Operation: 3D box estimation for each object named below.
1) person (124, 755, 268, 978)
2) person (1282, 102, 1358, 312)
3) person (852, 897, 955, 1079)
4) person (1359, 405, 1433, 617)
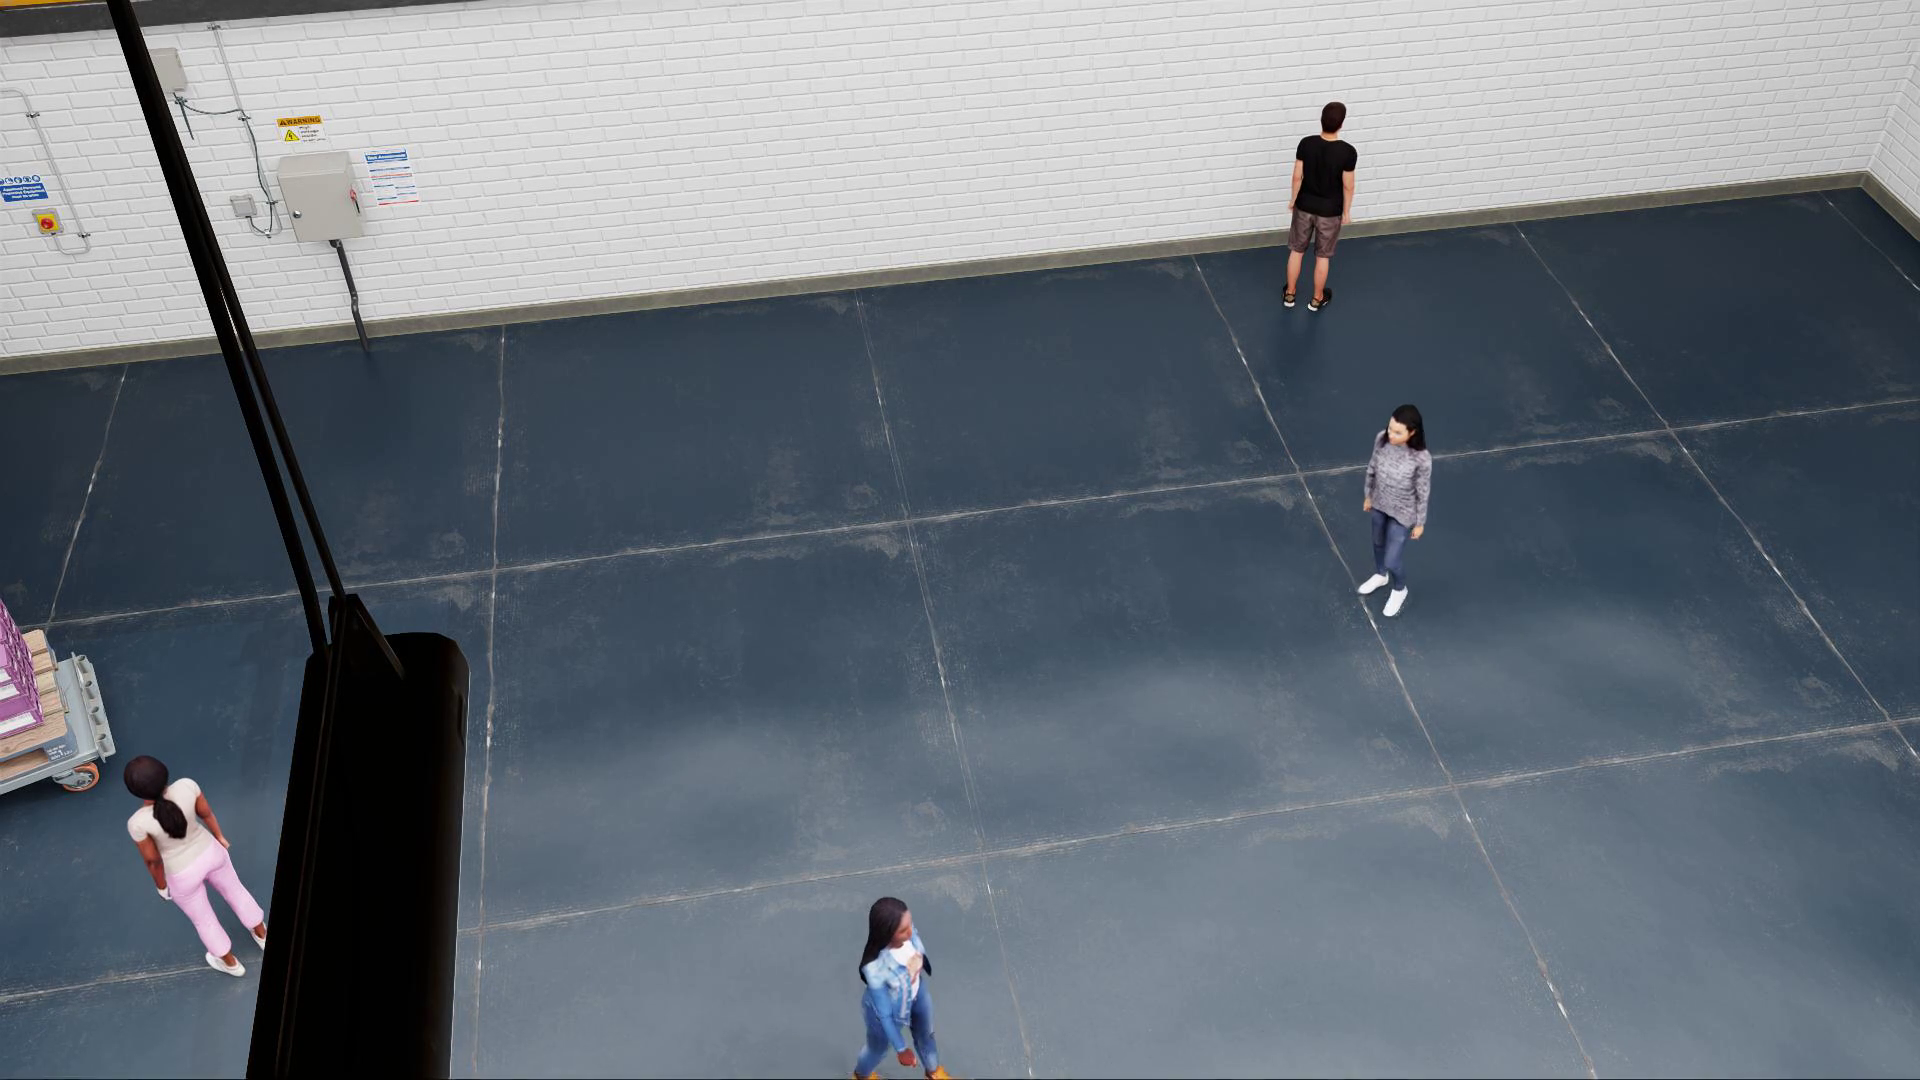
[{"bbox_3d":[-4.114,1.741,8.920,0.714,1.741,0.650,25,49,24],"label":"person"},{"bbox_3d":[2.902,-2.702,13.497,0.774,1.861,0.782,16,46,16],"label":"person"},{"bbox_3d":[-0.386,2.327,8.333,0.939,1.703,0.925,17,46,17],"label":"person"},{"bbox_3d":[2.909,-0.230,11.009,0.820,1.713,0.738,-30,51,-28],"label":"person"}]
